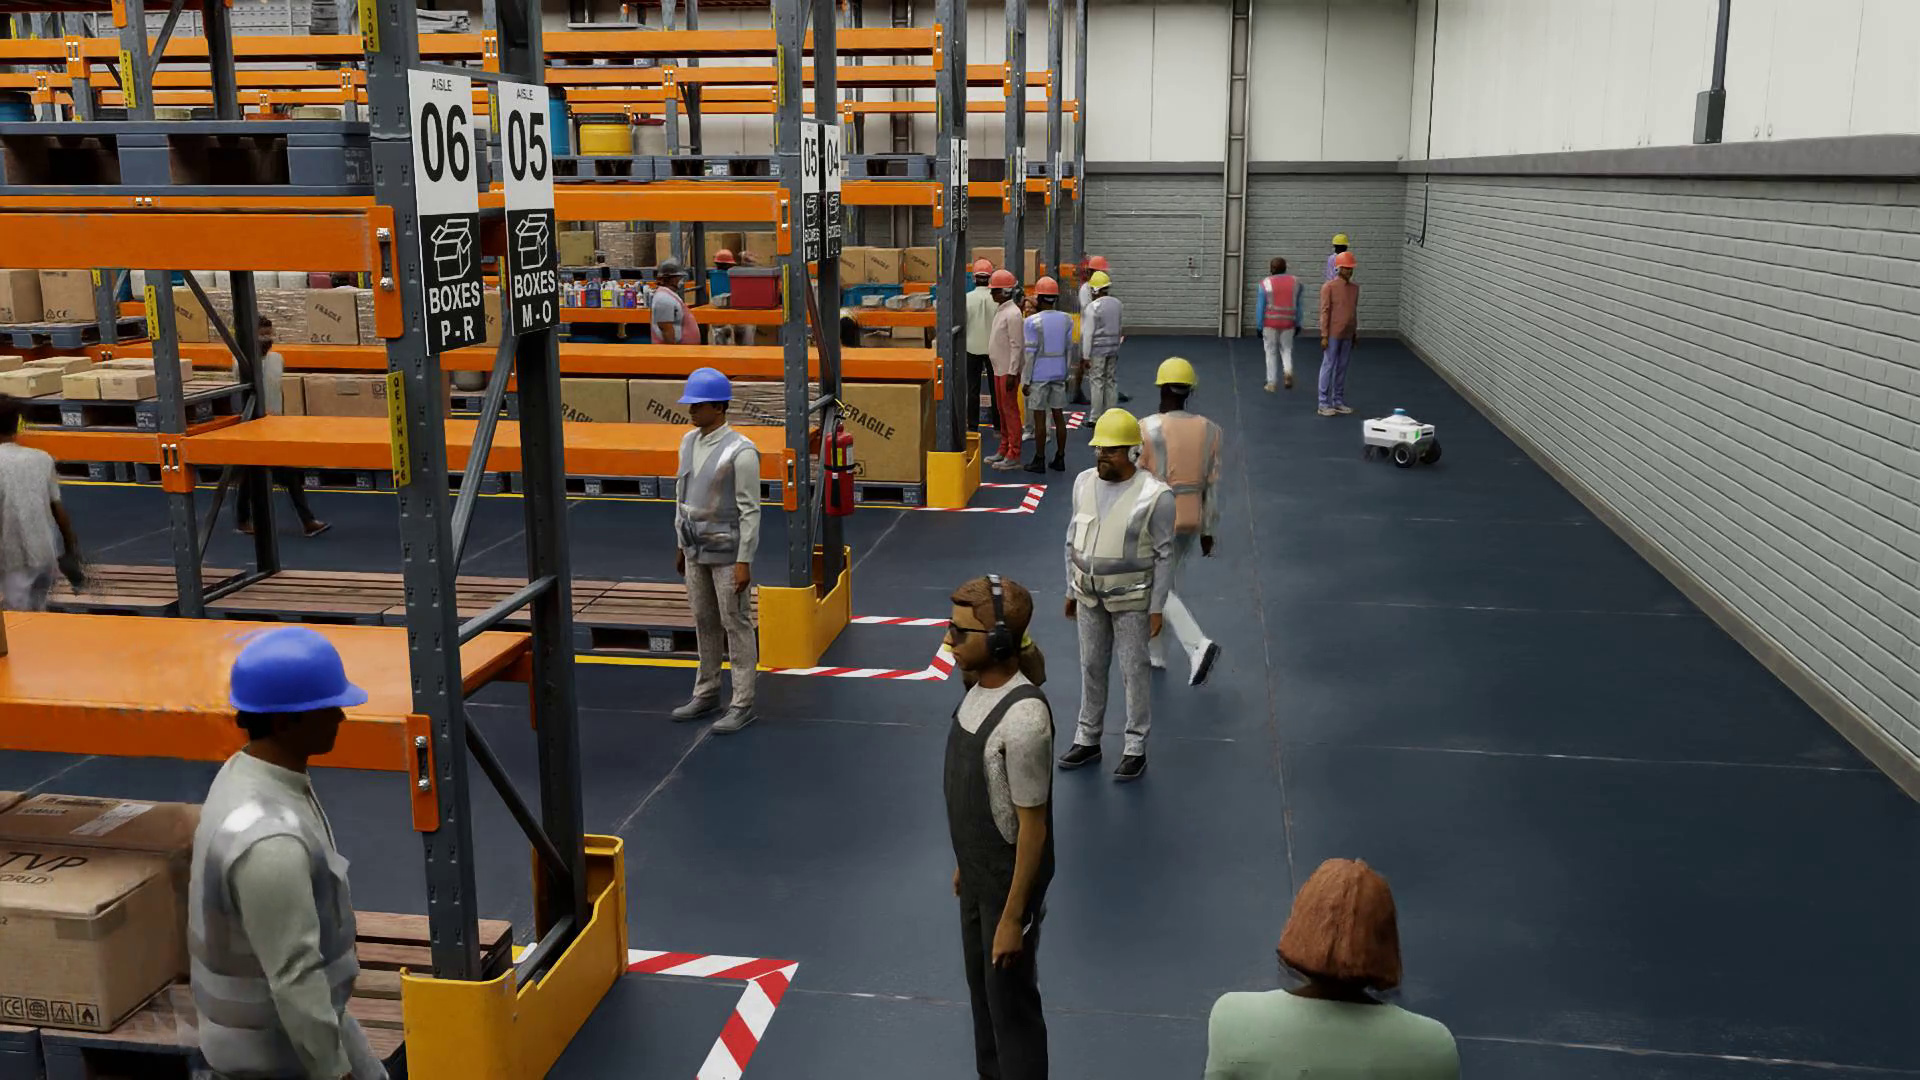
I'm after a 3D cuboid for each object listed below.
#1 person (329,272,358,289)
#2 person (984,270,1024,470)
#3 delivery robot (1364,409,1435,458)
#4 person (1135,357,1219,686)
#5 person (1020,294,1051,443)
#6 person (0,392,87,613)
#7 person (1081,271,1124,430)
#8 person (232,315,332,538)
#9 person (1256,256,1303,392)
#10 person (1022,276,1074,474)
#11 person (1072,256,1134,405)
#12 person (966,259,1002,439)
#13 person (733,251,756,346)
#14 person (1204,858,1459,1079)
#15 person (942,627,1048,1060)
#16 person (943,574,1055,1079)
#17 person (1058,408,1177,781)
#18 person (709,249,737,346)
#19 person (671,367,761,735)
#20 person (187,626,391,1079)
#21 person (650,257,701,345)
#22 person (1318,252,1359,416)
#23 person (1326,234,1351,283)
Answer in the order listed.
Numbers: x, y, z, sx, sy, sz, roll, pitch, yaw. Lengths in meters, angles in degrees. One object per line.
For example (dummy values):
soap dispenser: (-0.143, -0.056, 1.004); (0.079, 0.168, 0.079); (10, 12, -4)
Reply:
person: (-7.417, -2.373, 20.040); (0.429, 1.842, 0.634); (5, 13, 22)
person: (0.441, -1.704, 16.673); (0.398, 1.990, 0.623); (-3, 13, -11)
delivery robot: (4.481, -1.096, 16.989); (0.477, 0.478, 0.707); (-10, 16, -38)
person: (1.277, -0.108, 9.698); (0.596, 1.890, 0.802); (-8, 15, -31)
person: (0.827, -1.879, 18.291); (0.524, 1.632, 0.314); (9, 15, 35)
person: (-4.823, 0.146, 8.700); (0.682, 1.834, 0.521); (5, 14, 22)
person: (1.629, -2.182, 19.222); (0.599, 1.827, 0.403); (-11, 17, -41)
person: (-5.588, -0.903, 13.461); (0.994, 1.814, 0.554); (7, 14, 28)
person: (4.295, -2.911, 22.474); (0.635, 1.831, 0.446); (-2, 13, -7)
person: (0.851, -1.625, 16.442); (0.544, 1.939, 0.354); (-7, 14, -29)
person: (1.805, -2.629, 21.054); (0.917, 1.897, 0.552); (9, 16, 36)
person: (0.260, -2.117, 18.532); (0.608, 1.996, 0.380); (-1, 13, -5)
person: (-2.875, -2.936, 22.433); (0.403, 1.906, 0.651); (1, 13, 5)
person: (0.748, 1.418, 3.462); (0.497, 1.597, 0.687); (2, 13, 8)
person: (0.108, 1.012, 5.005); (0.321, 1.736, 0.488); (0, 12, -1)
person: (0.094, 0.997, 4.817); (0.345, 1.846, 0.506); (-4, 13, -17)
person: (0.751, 0.265, 8.147); (0.586, 1.835, 0.404); (9, 15, 36)
person: (-3.147, -2.906, 22.232); (0.378, 1.932, 0.551); (-5, 13, -22)
person: (-1.300, 0.053, 8.846); (0.605, 1.948, 0.388); (11, 16, 40)
person: (-1.513, 1.138, 4.004); (0.745, 1.919, 0.642); (-5, 13, -22)
person: (-3.113, -2.079, 18.257); (0.539, 2.000, 0.689); (-2, 13, -10)
person: (4.660, -2.525, 20.376); (0.613, 1.994, 0.395); (-9, 15, -34)
person: (6.315, -4.149, 27.861); (0.371, 1.927, 0.588); (1, 13, 4)
